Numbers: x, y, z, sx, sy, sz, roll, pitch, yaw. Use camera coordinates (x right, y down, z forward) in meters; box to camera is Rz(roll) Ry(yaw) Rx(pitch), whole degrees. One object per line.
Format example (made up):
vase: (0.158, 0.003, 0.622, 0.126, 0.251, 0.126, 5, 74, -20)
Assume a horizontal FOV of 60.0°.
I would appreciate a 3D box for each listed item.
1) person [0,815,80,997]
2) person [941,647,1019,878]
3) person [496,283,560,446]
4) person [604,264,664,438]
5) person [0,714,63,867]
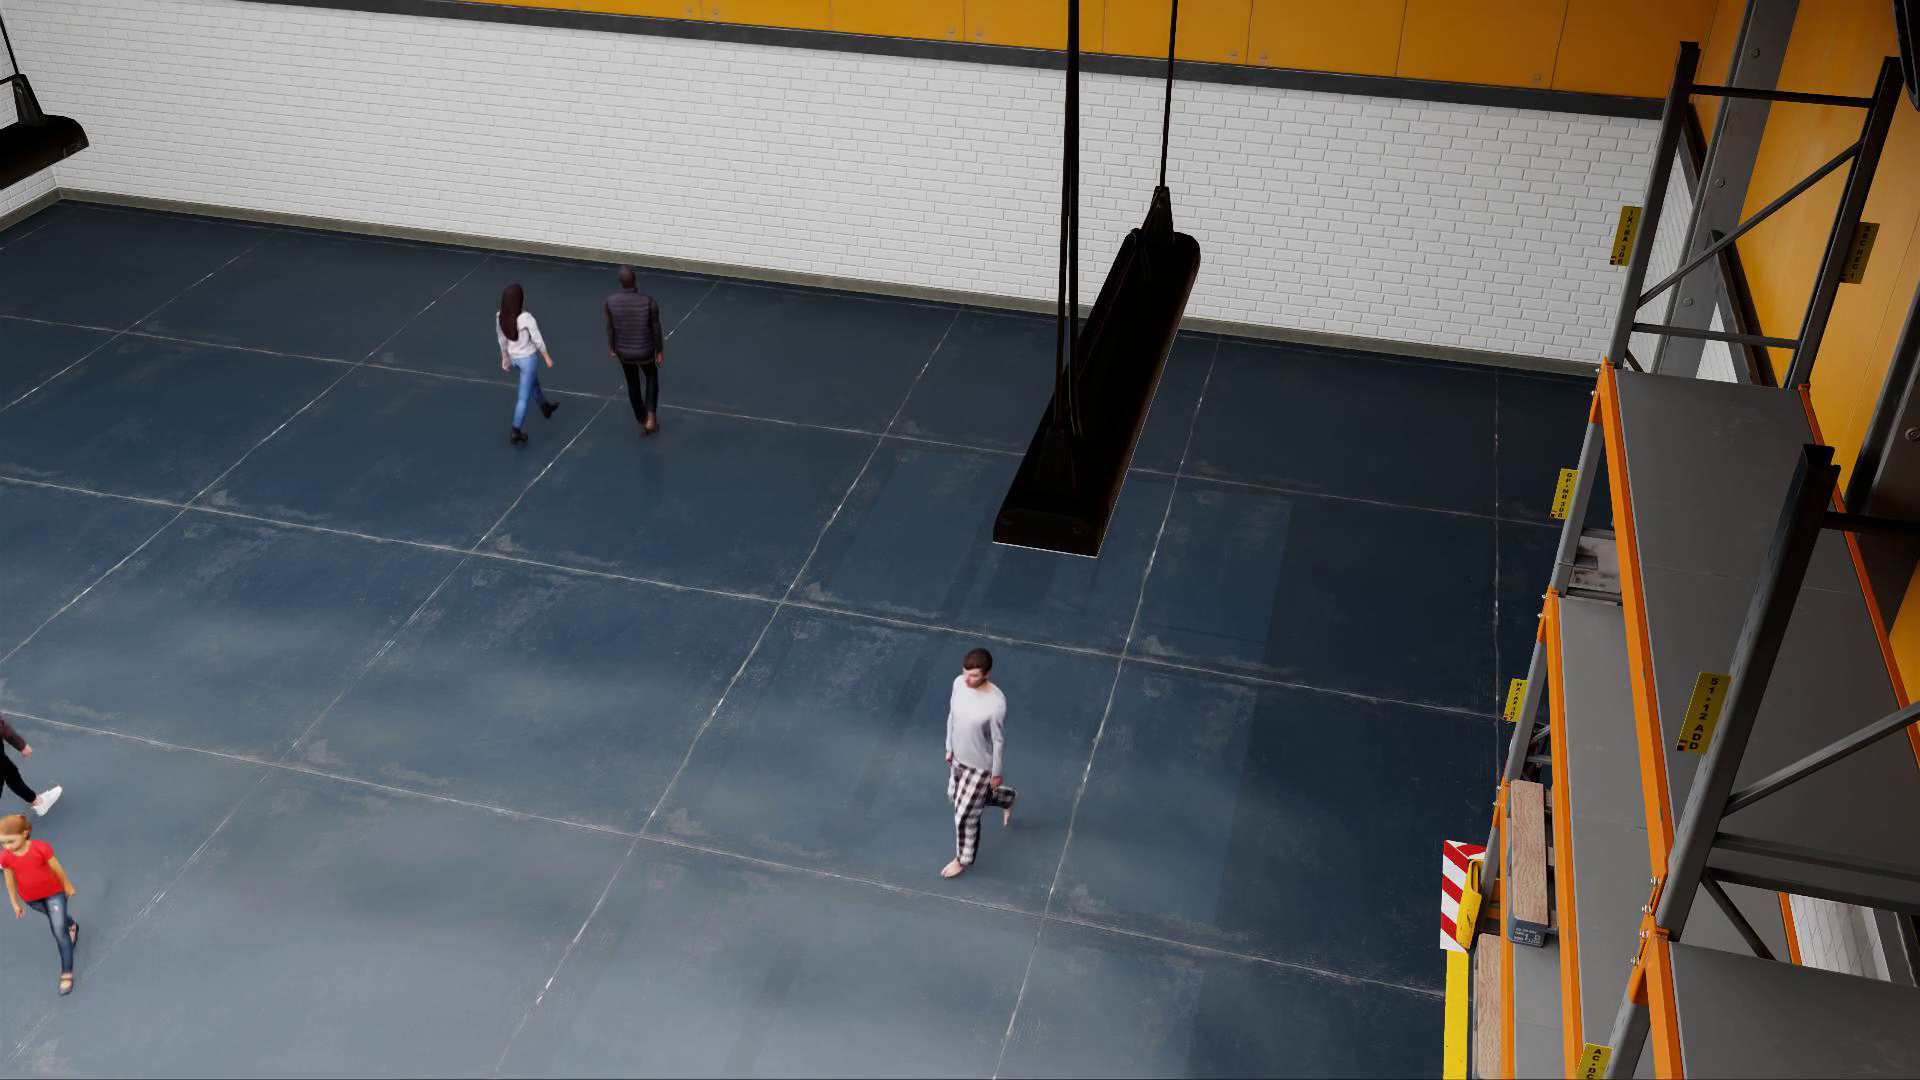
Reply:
person: (-5.913, 2.234, 10.740, 0.741, 1.275, 0.960, -6, 34, -9)
person: (0.147, 1.456, 11.413, 1.114, 1.826, 0.972, -27, 42, -34)
person: (-4.337, -1.700, 16.376, 0.798, 1.588, 1.128, 17, 37, 24)
person: (-3.194, -1.807, 16.325, 0.809, 1.821, 0.824, -2, 34, -3)
person: (-6.764, 1.540, 11.436, 0.678, 1.660, 1.127, 11, 35, 16)
